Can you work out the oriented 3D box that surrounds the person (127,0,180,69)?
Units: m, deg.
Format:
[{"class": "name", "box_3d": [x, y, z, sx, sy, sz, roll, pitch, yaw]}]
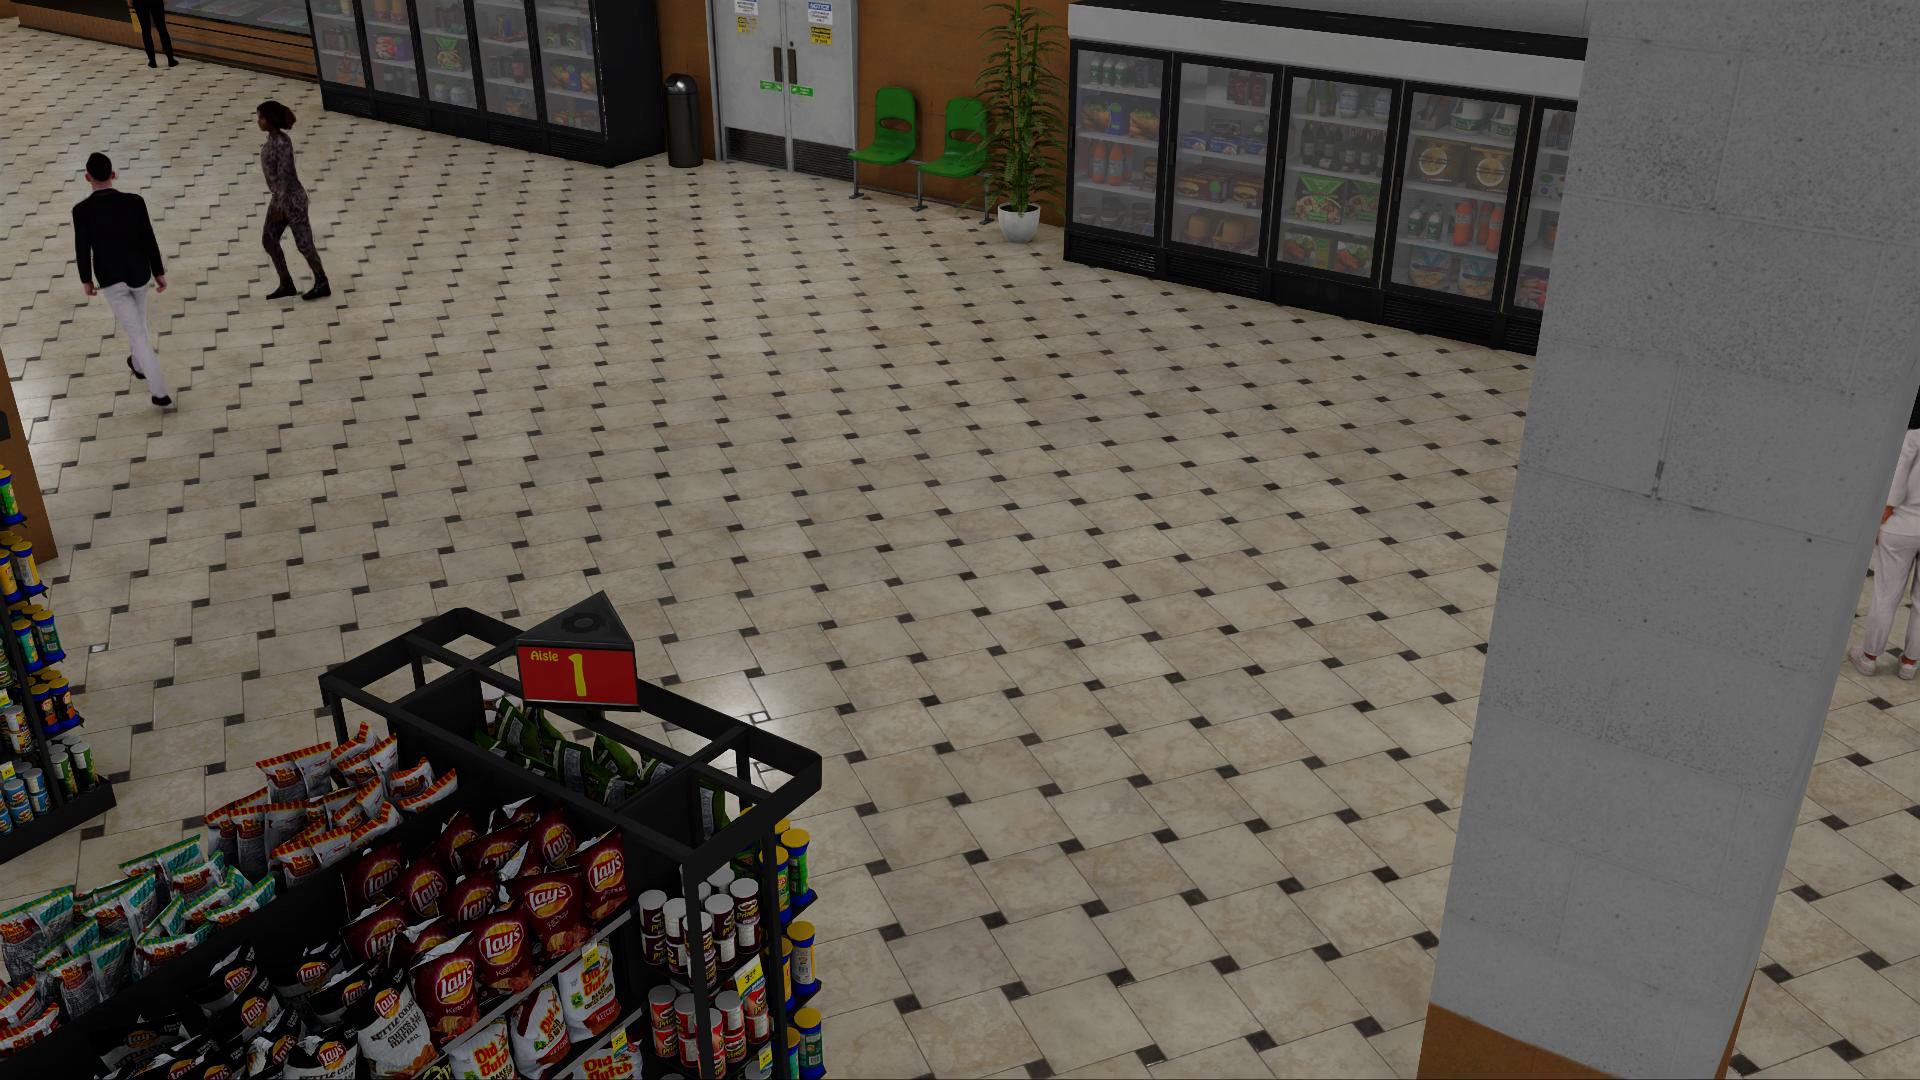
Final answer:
[{"class": "person", "box_3d": [-11.315, -7.540, 23.131, 0.705, 1.863, 0.807, -9, 28, -17]}]

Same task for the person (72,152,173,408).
[{"class": "person", "box_3d": [-5.952, -1.802, 11.903, 1.252, 1.785, 0.971, -21, 33, -35]}]

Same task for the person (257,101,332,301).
[{"class": "person", "box_3d": [-5.580, -2.849, 14.064, 0.812, 1.697, 0.681, -21, 33, -35]}]

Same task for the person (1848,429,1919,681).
[{"class": "person", "box_3d": [4.964, -0.055, 8.564, 0.664, 1.689, 0.644, 8, 28, 15]}]
